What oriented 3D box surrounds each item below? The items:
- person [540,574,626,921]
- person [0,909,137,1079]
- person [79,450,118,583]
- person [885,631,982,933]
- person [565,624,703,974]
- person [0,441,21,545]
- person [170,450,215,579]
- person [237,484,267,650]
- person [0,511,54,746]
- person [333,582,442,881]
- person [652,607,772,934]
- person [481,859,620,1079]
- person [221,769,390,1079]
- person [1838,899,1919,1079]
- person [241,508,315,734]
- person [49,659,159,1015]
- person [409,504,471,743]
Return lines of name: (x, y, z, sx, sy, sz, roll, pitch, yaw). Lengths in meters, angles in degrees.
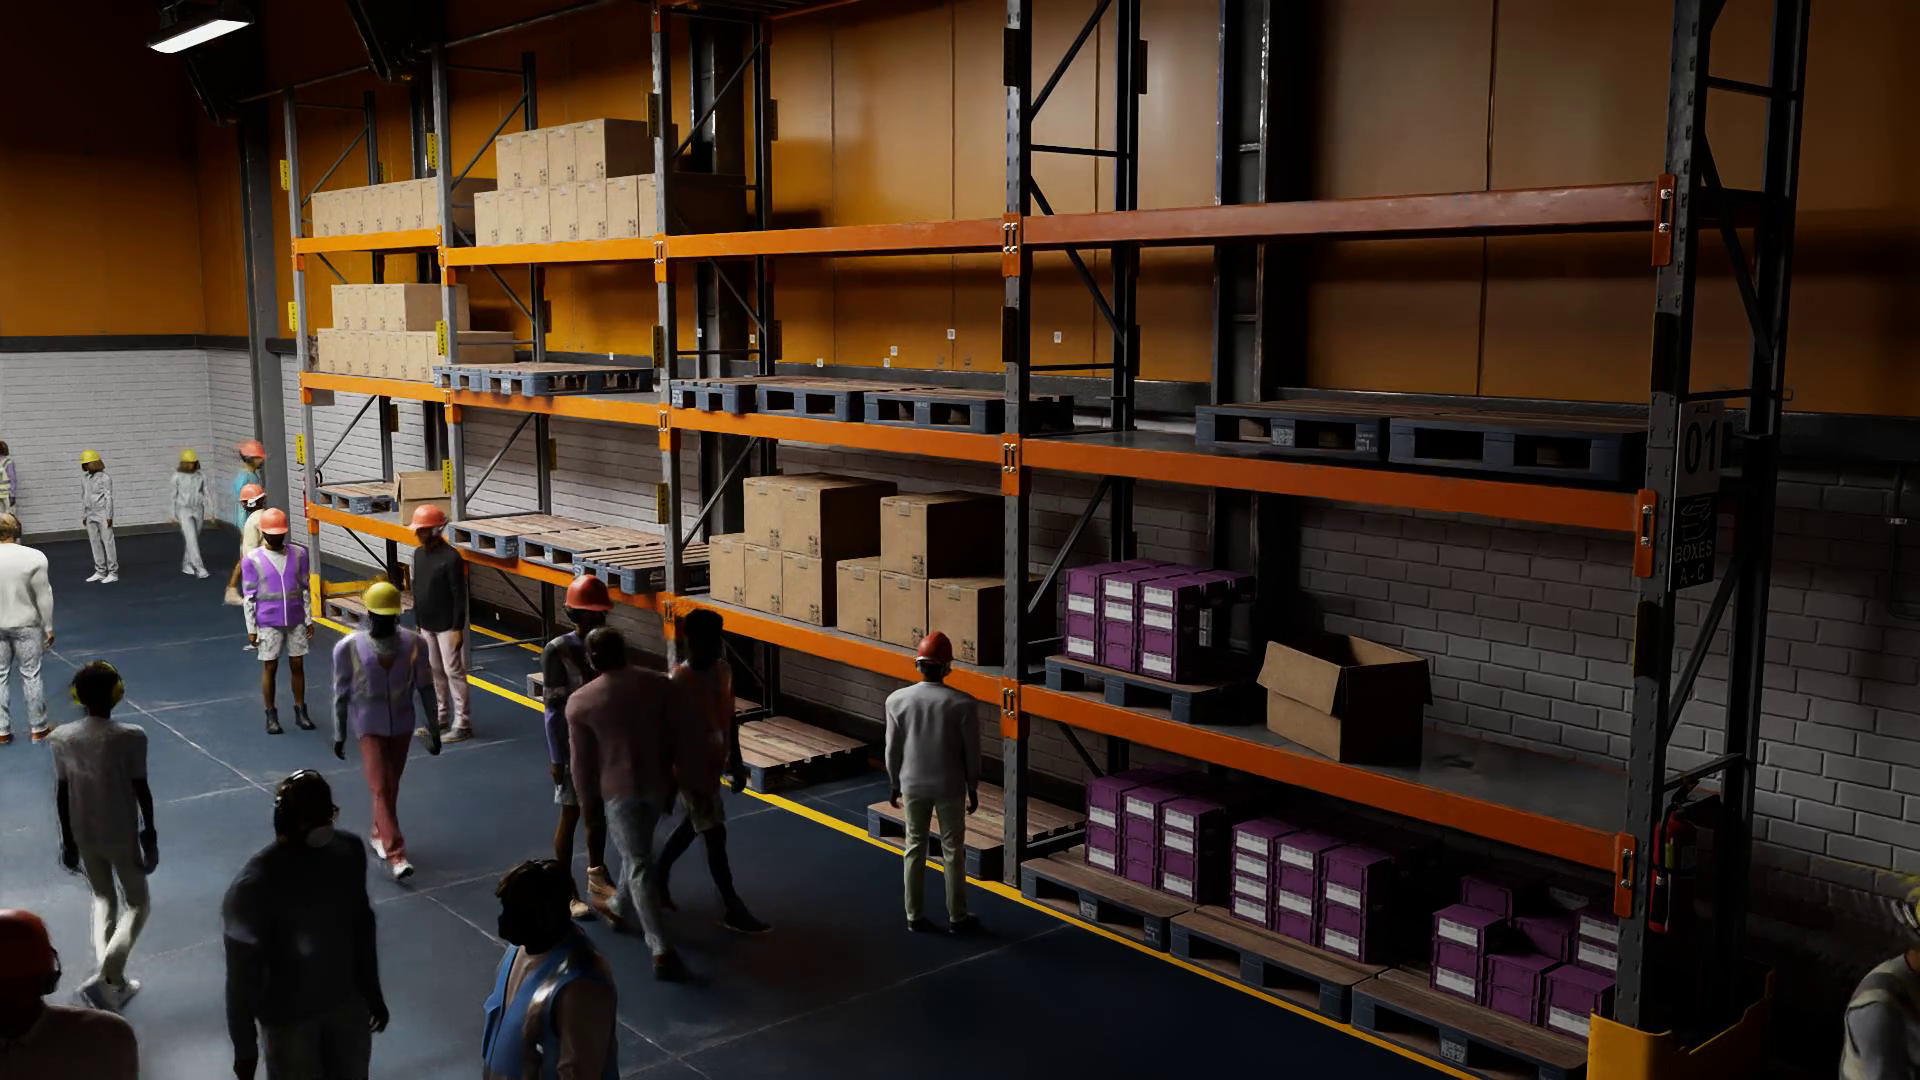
person: (-2.194, 1.212, 9.911, 0.394, 2.044, 0.609, 6, 10, 36)
person: (-2.627, 1.990, 4.714, 0.618, 1.986, 0.408, -4, 9, -25)
person: (-11.196, -0.308, 21.559, 0.489, 1.731, 0.325, 3, 9, 20)
person: (-0.148, 1.397, 9.625, 0.564, 1.752, 0.338, 2, 8, 13)
person: (-1.827, 1.396, 9.245, 0.693, 1.863, 1.006, -5, 10, -33)
person: (-13.828, -0.624, 24.068, 0.514, 1.641, 0.315, 5, 9, 29)
person: (-10.135, -0.351, 21.967, 0.897, 1.691, 0.503, 7, 11, 39)
person: (-7.369, 0.279, 17.458, 0.355, 1.739, 0.573, 0, 8, -2)
person: (-7.785, 0.724, 13.664, 0.635, 1.937, 0.352, -2, 8, -14)
person: (-3.624, 1.198, 10.589, 0.607, 1.869, 0.992, -6, 10, -35)
person: (-1.549, 1.322, 9.699, 0.968, 1.925, 0.612, 4, 9, 24)
person: (-1.362, 1.948, 5.545, 0.431, 1.836, 0.618, -6, 10, -35)
person: (-2.480, 1.793, 6.287, 0.391, 1.926, 0.645, 3, 9, 23)
person: (3.166, 1.991, 5.393, 0.592, 1.778, 0.862, -4, 9, -27)
person: (-5.737, 0.681, 14.034, 0.548, 1.924, 0.387, -7, 11, -40)
person: (-4.339, 1.530, 8.411, 0.511, 1.845, 0.605, 0, 8, 0)
person: (-4.325, 0.683, 13.764, 0.624, 1.991, 0.399, 6, 10, 37)
